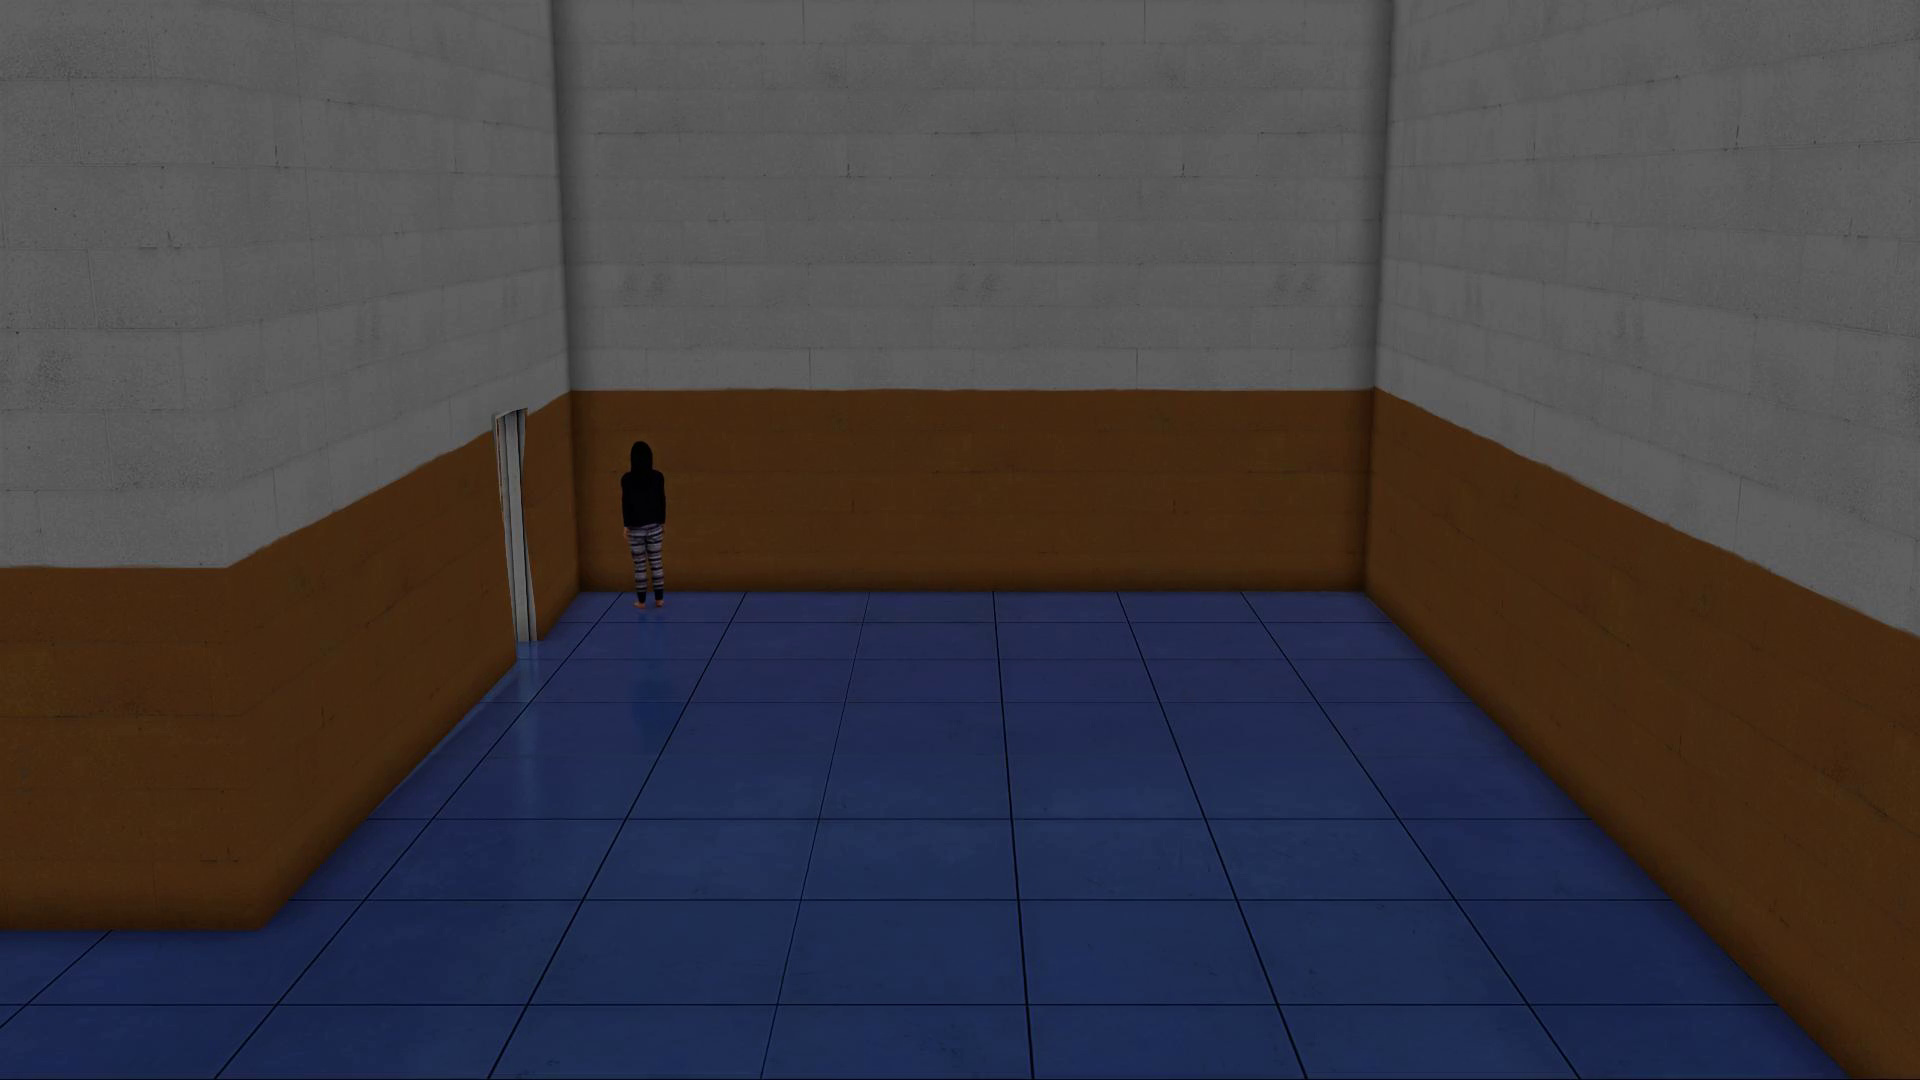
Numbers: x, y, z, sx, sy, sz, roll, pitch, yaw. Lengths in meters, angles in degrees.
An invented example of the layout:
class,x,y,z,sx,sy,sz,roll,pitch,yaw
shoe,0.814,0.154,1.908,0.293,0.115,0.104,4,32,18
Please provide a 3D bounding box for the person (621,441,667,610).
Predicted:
class,x,y,z,sx,sy,sz,roll,pitch,yaw
person,-3.254,-0.161,17.149,0.590,1.733,0.737,-5,13,-23
